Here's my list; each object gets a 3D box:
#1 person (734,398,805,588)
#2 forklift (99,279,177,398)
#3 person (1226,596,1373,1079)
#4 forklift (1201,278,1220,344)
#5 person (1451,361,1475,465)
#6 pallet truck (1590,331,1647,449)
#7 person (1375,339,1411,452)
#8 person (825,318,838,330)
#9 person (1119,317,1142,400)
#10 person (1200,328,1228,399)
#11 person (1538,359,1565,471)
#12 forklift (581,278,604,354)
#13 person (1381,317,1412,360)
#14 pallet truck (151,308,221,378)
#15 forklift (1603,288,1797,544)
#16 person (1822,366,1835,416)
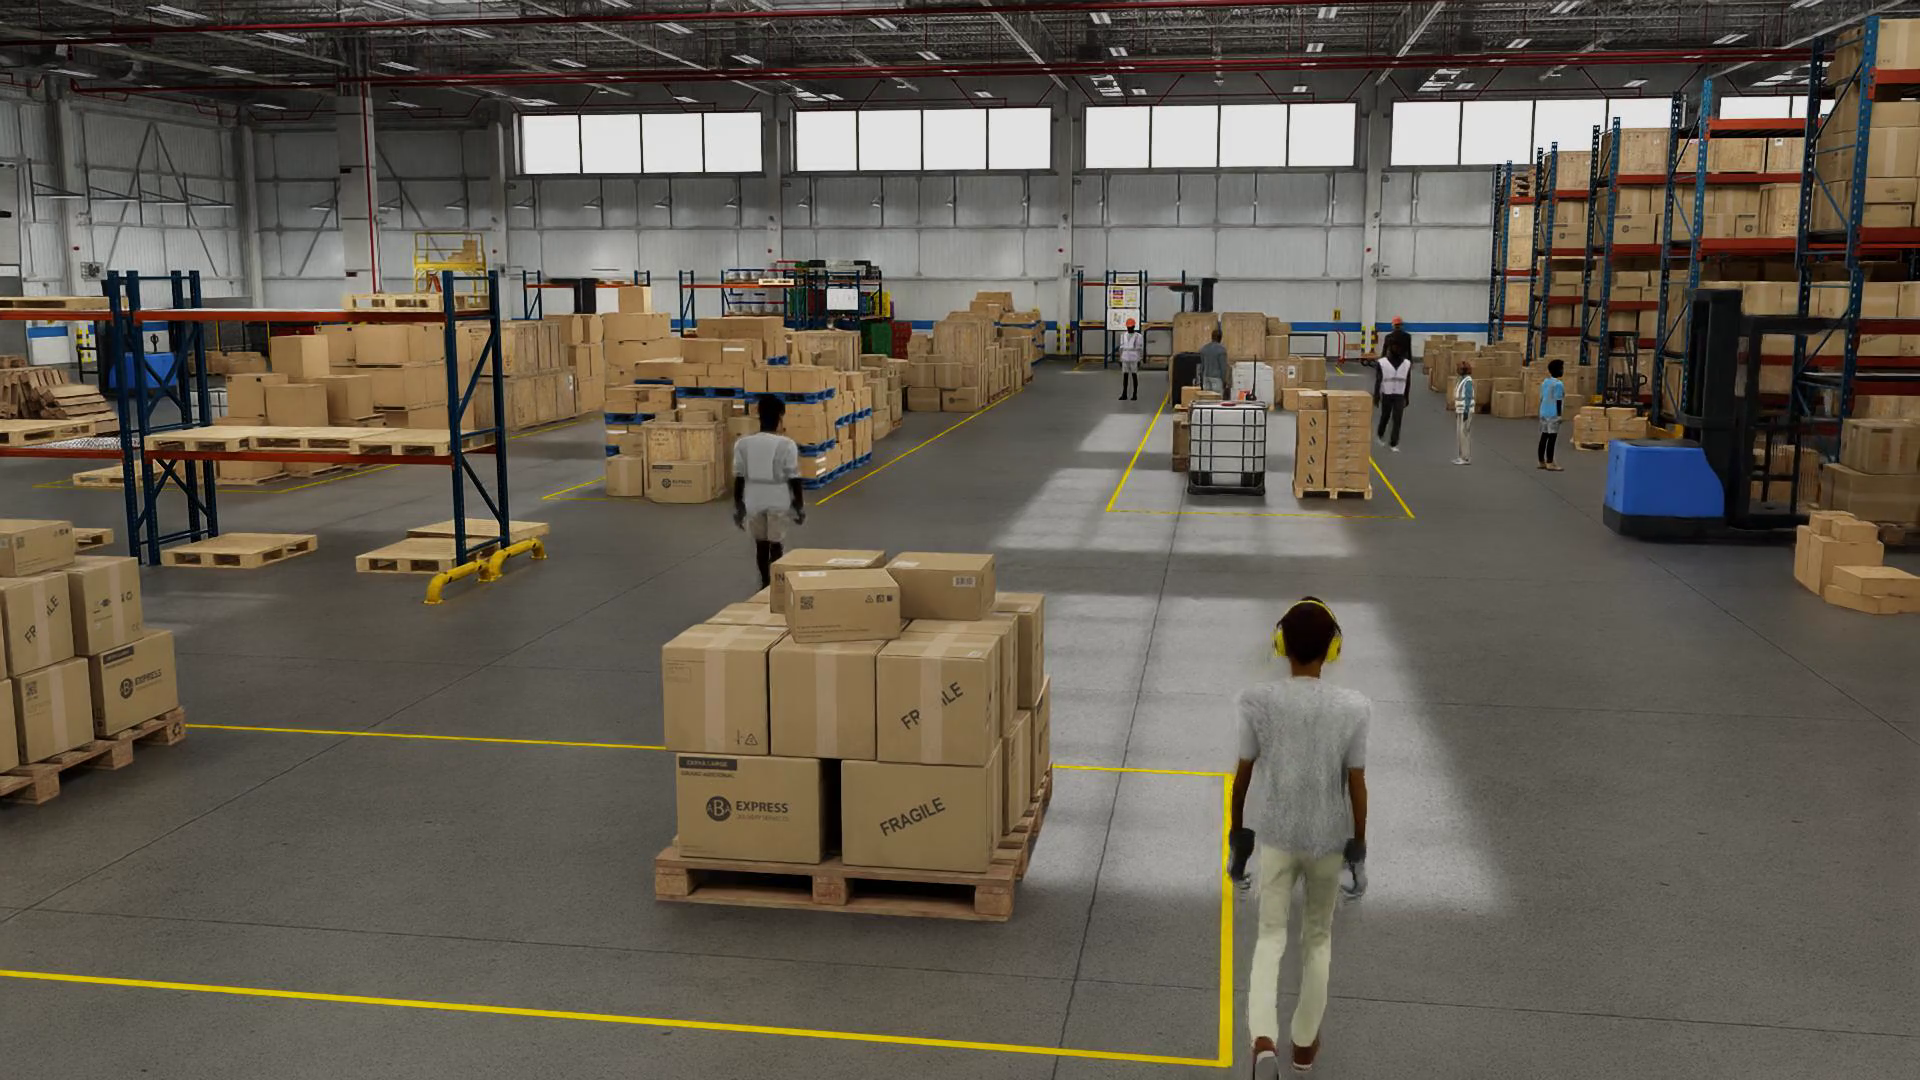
[{"bbox_3d":[-1.696,-0.326,14.935,0.609,1.917,0.862,3,10,18],"label":"person"},{"bbox_3d":[-19.604,-4.721,39.029,1.873,2.768,1.129,1,9,9],"label":"forklift"},{"bbox_3d":[1.242,1.135,6.101,0.524,1.852,0.735,3,10,16],"label":"person"},{"bbox_3d":[6.793,-5.791,45.628,1.873,2.768,1.129,1,9,9],"label":"forklift"},{"bbox_3d":[7.884,-1.991,26.032,0.322,1.630,0.528,0,9,1],"label":"person"},{"bbox_3d":[11.253,-2.573,28.499,0.823,1.965,1.885,5,10,27],"label":"pallet truck"},{"bbox_3d":[7.273,-2.441,27.992,0.592,1.902,0.584,0,9,-1],"label":"person"},{"bbox_3d":[-3.079,-4.338,39.687,0.649,1.901,0.948,1,9,8],"label":"person"},{"bbox_3d":[3.980,-4.233,38.919,0.544,1.939,0.353,5,10,26],"label":"person"},{"bbox_3d":[4.868,-3.088,31.899,0.368,1.933,0.633,-8,12,-42],"label":"person"},{"bbox_3d":[8.971,-1.892,25.213,0.322,1.699,0.535,-1,9,-7],"label":"person"},{"bbox_3d":[-10.072,-5.752,45.391,1.873,2.768,1.129,-3,10,-17],"label":"forklift"},{"bbox_3d":[9.886,-4.076,37.823,0.652,1.971,0.760,0,9,0],"label":"person"},{"bbox_3d":[-21.869,-5.598,47.154,0.823,1.965,1.885,4,10,26],"label":"pallet truck"},{"bbox_3d":[8.384,-1.425,18.700,1.873,2.768,1.129,1,9,9],"label":"forklift"},{"bbox_3d":[16.695,-3.002,31.660,0.577,1.829,0.632,3,10,19],"label":"person"}]
